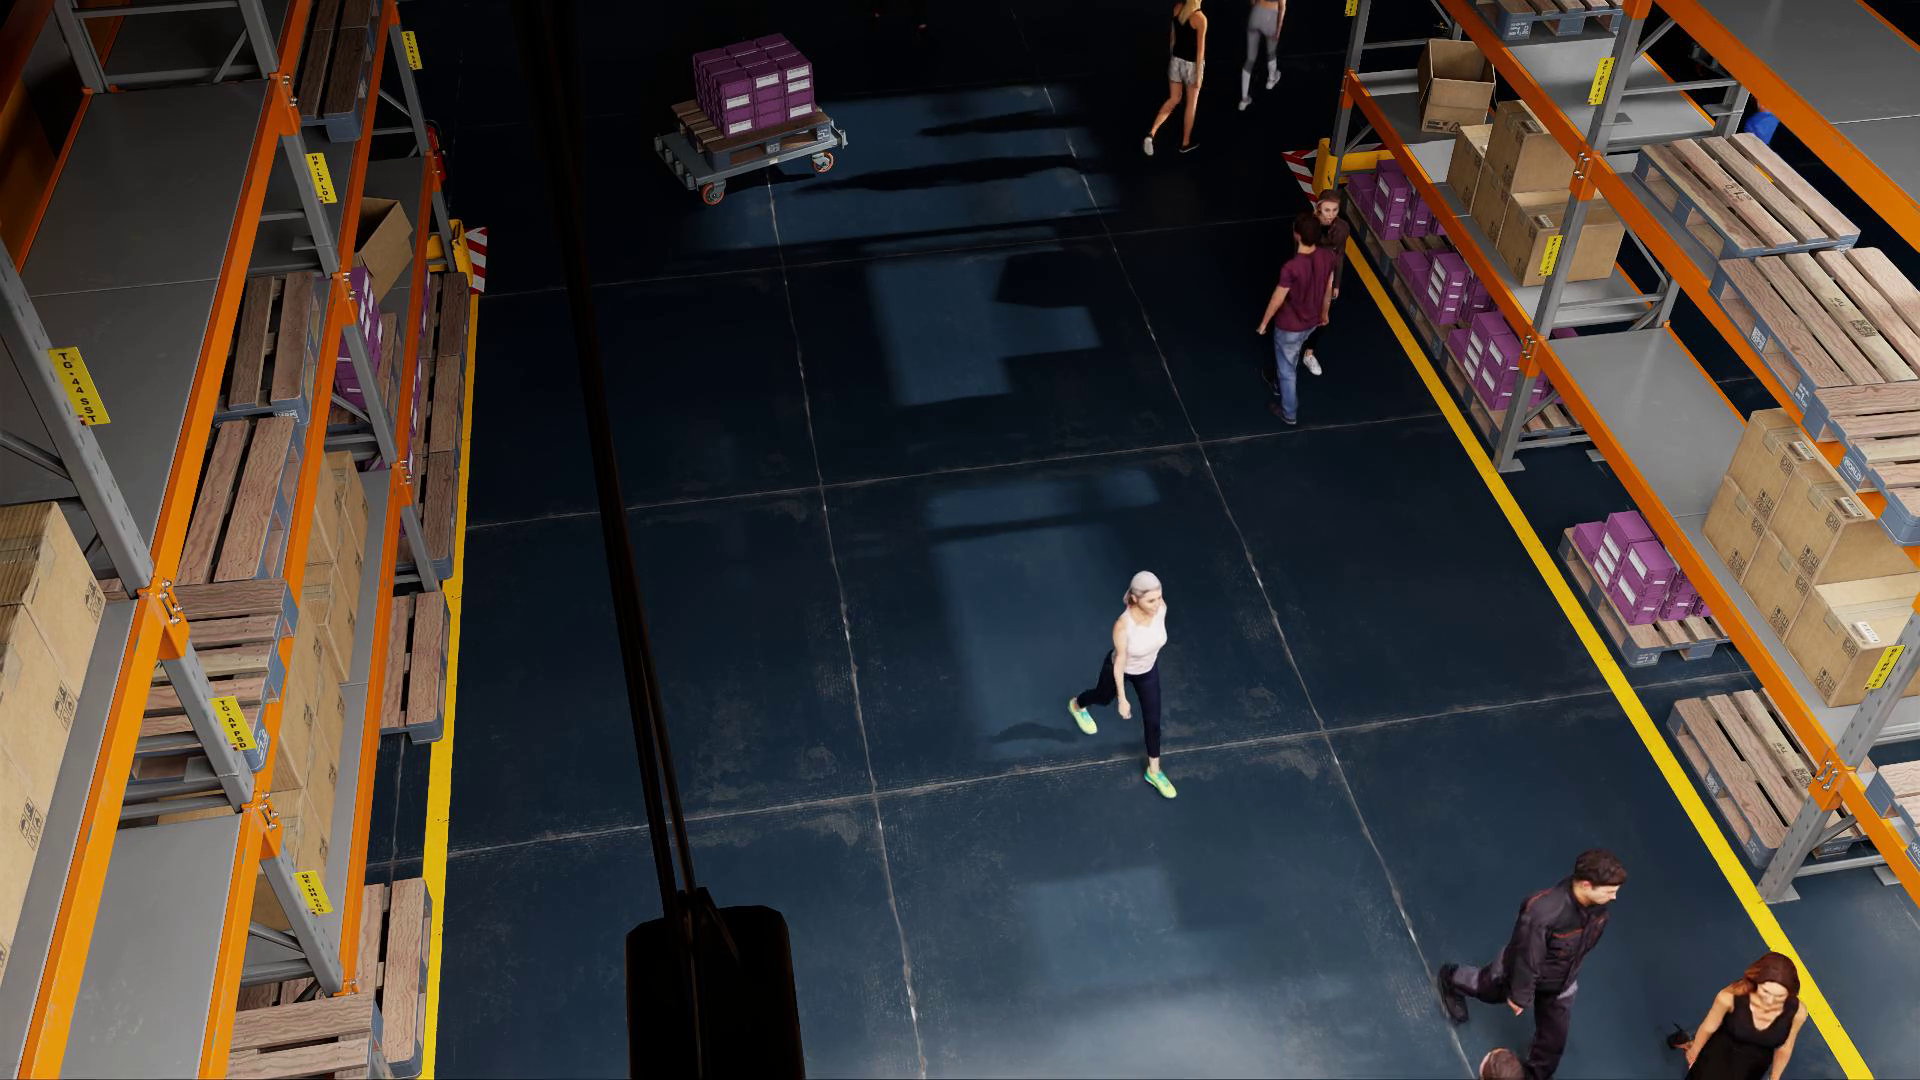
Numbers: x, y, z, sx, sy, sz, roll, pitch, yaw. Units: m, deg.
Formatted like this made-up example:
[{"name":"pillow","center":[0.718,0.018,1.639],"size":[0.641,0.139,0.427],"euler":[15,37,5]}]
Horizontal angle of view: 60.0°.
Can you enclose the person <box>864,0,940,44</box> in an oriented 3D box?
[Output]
[{"name":"person","center":[-0.620,-6.025,17.408],"size":[1.012,1.728,1.083],"euler":[14,45,14]}]

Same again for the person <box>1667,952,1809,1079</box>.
[{"name":"person","center":[3.848,2.553,8.347],"size":[0.817,1.807,1.111],"euler":[6,44,6]}]

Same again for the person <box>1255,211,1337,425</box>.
[{"name":"person","center":[2.632,-1.651,12.741],"size":[0.872,1.832,0.973],"euler":[-23,48,-22]}]

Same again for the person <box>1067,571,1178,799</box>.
[{"name":"person","center":[0.981,0.785,10.309],"size":[0.971,1.660,1.272],"euler":[-28,50,-26]}]

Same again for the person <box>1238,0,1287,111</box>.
[{"name":"person","center":[2.961,-5.050,16.429],"size":[0.964,1.666,1.084],"euler":[19,47,19]}]

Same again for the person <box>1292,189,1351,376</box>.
[{"name":"person","center":[2.816,-2.055,13.257],"size":[0.600,1.705,0.493],"euler":[-8,44,-8]}]

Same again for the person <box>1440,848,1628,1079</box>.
[{"name":"person","center":[2.955,2.154,8.708],"size":[0.927,1.886,1.337],"euler":[-18,46,-18]}]

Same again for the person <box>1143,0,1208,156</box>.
[{"name":"person","center":[2.066,-4.444,15.675],"size":[0.994,1.829,1.025],"euler":[-32,52,-29]}]
